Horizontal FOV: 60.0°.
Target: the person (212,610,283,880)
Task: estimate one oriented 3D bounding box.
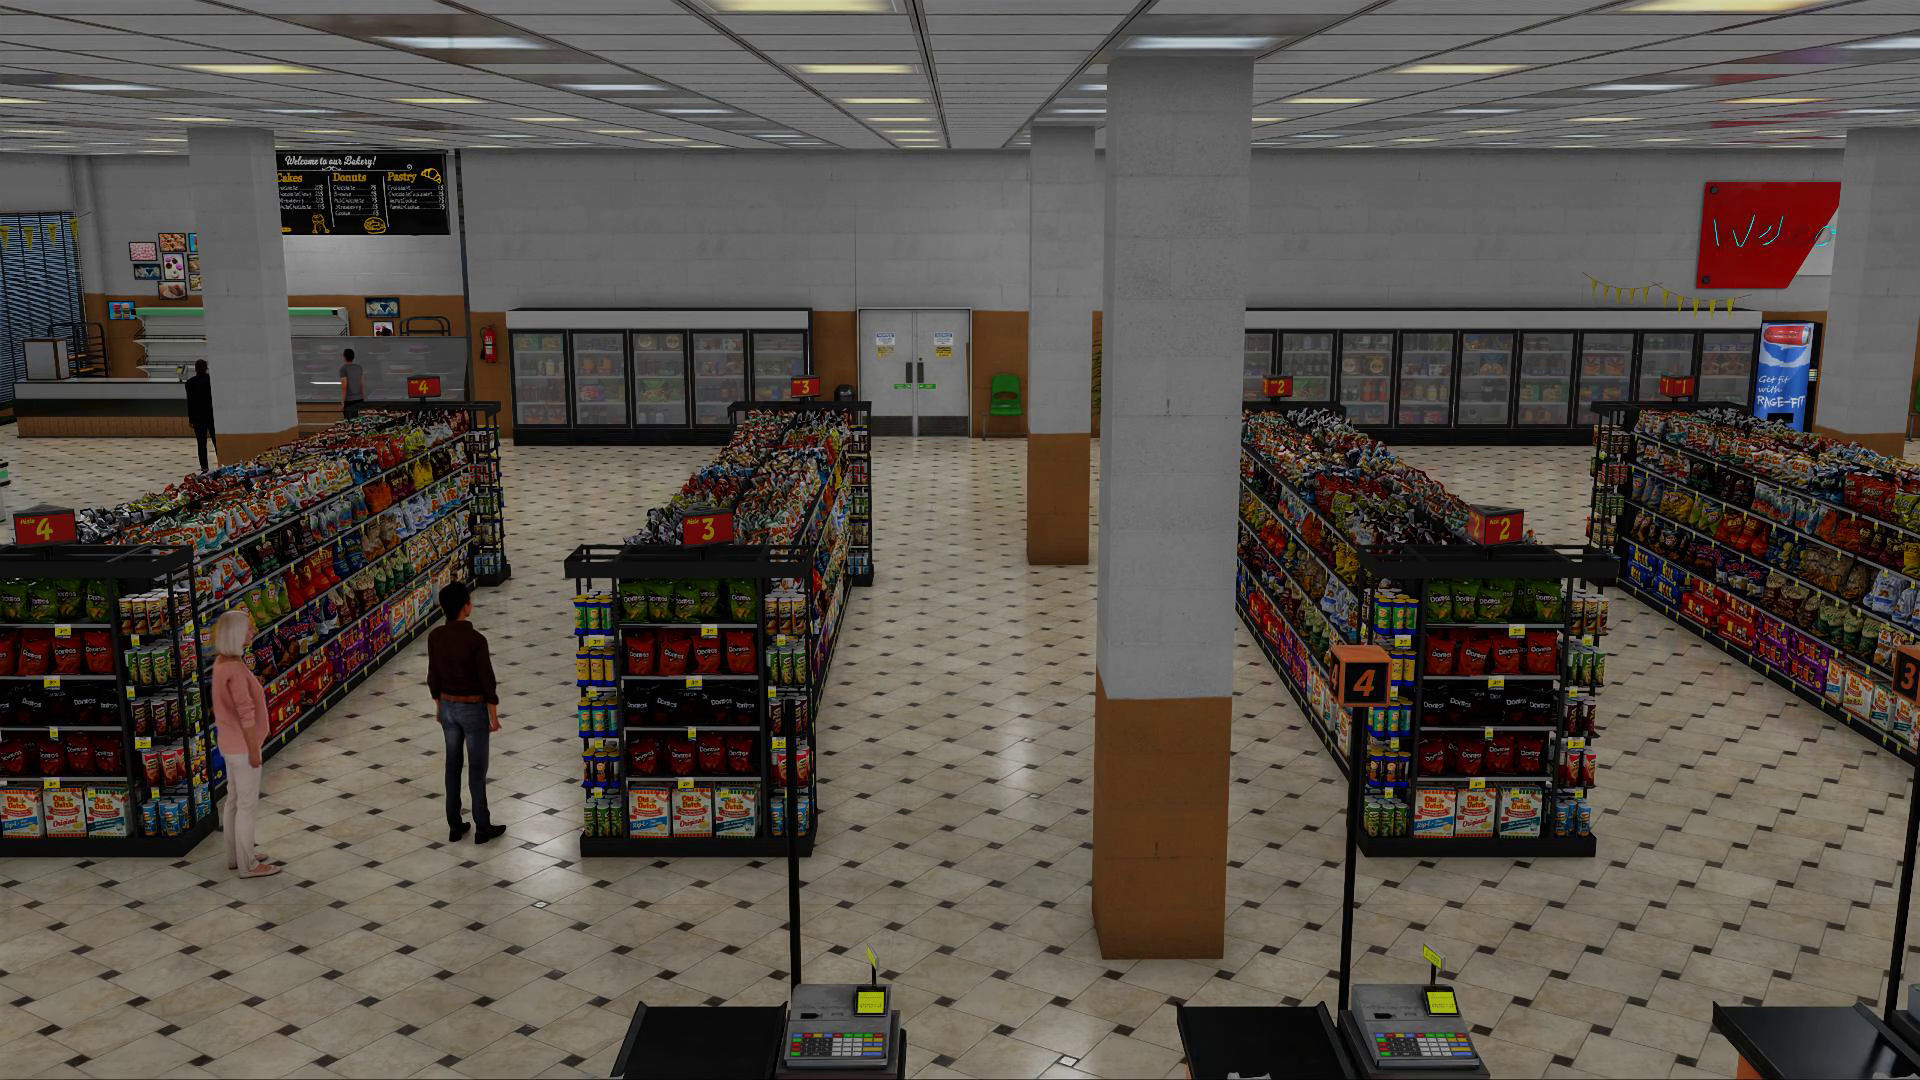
[{"bbox_3d":[-4.591,1.285,10.607,0.740,1.724,0.653,-9,15,-37],"label":"person"}]

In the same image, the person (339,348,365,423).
[{"bbox_3d":[-10.075,-2.308,27.600,0.765,1.754,0.646,6,13,27],"label":"person"}]

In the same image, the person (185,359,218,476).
[{"bbox_3d":[-11.415,-1.834,25.197,0.785,1.818,0.830,-10,16,-40],"label":"person"}]

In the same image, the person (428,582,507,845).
[{"bbox_3d":[-3.319,1.150,11.111,0.700,1.782,0.634,4,12,17],"label":"person"}]
